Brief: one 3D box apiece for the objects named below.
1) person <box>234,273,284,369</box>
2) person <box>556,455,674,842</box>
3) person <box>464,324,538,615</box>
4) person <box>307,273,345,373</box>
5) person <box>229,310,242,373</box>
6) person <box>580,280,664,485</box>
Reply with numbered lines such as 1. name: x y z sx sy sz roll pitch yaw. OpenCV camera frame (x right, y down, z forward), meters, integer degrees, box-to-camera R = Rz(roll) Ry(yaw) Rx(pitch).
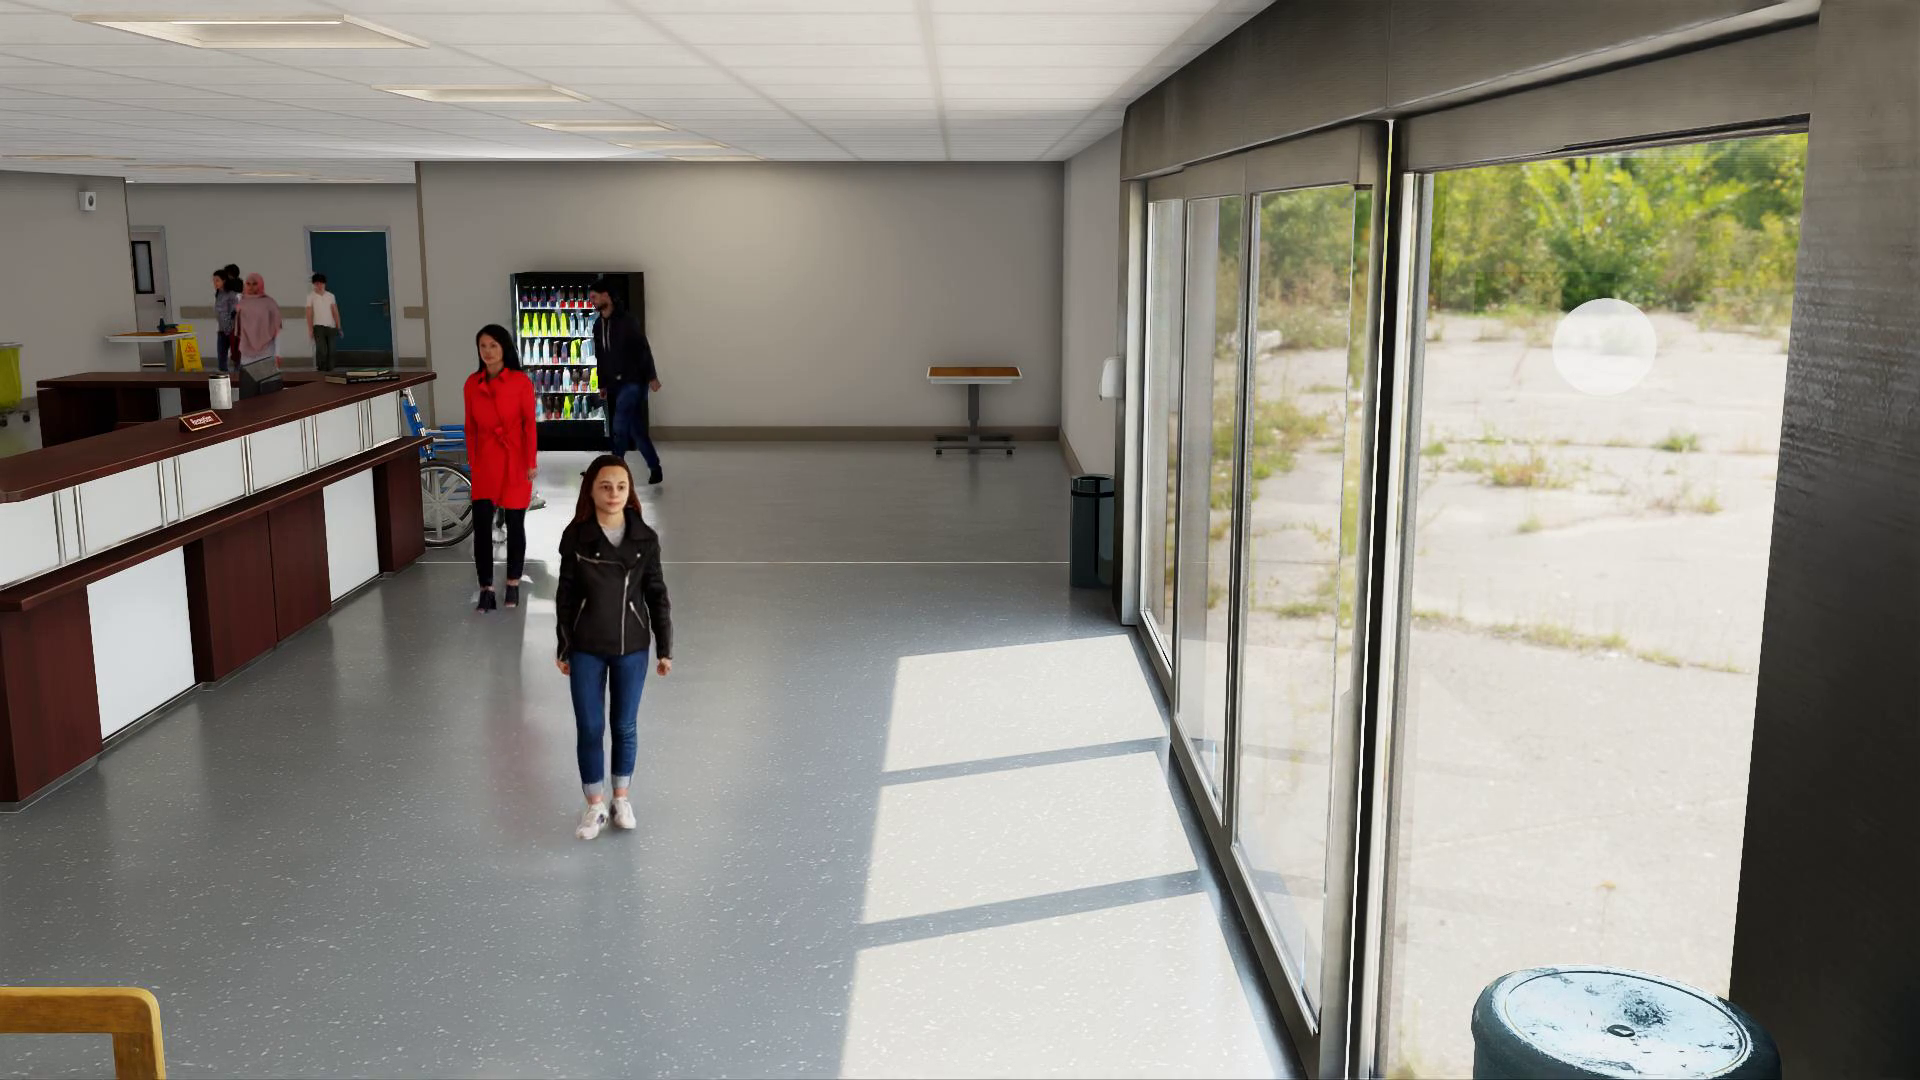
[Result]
1. person: -7.802 -2.064 18.598 0.938 1.772 0.711 0 11 -1
2. person: -1.365 0.388 6.469 0.630 1.476 0.726 -3 11 -14
3. person: -2.751 -0.432 10.107 0.638 1.731 0.674 0 11 -2
4. person: -9.155 -3.002 23.895 0.733 1.640 0.801 -8 13 -35
5. person: -9.268 -2.335 21.421 0.681 1.251 0.627 6 12 30
6. person: -2.856 -1.346 14.696 1.148 1.816 1.194 7 13 33
